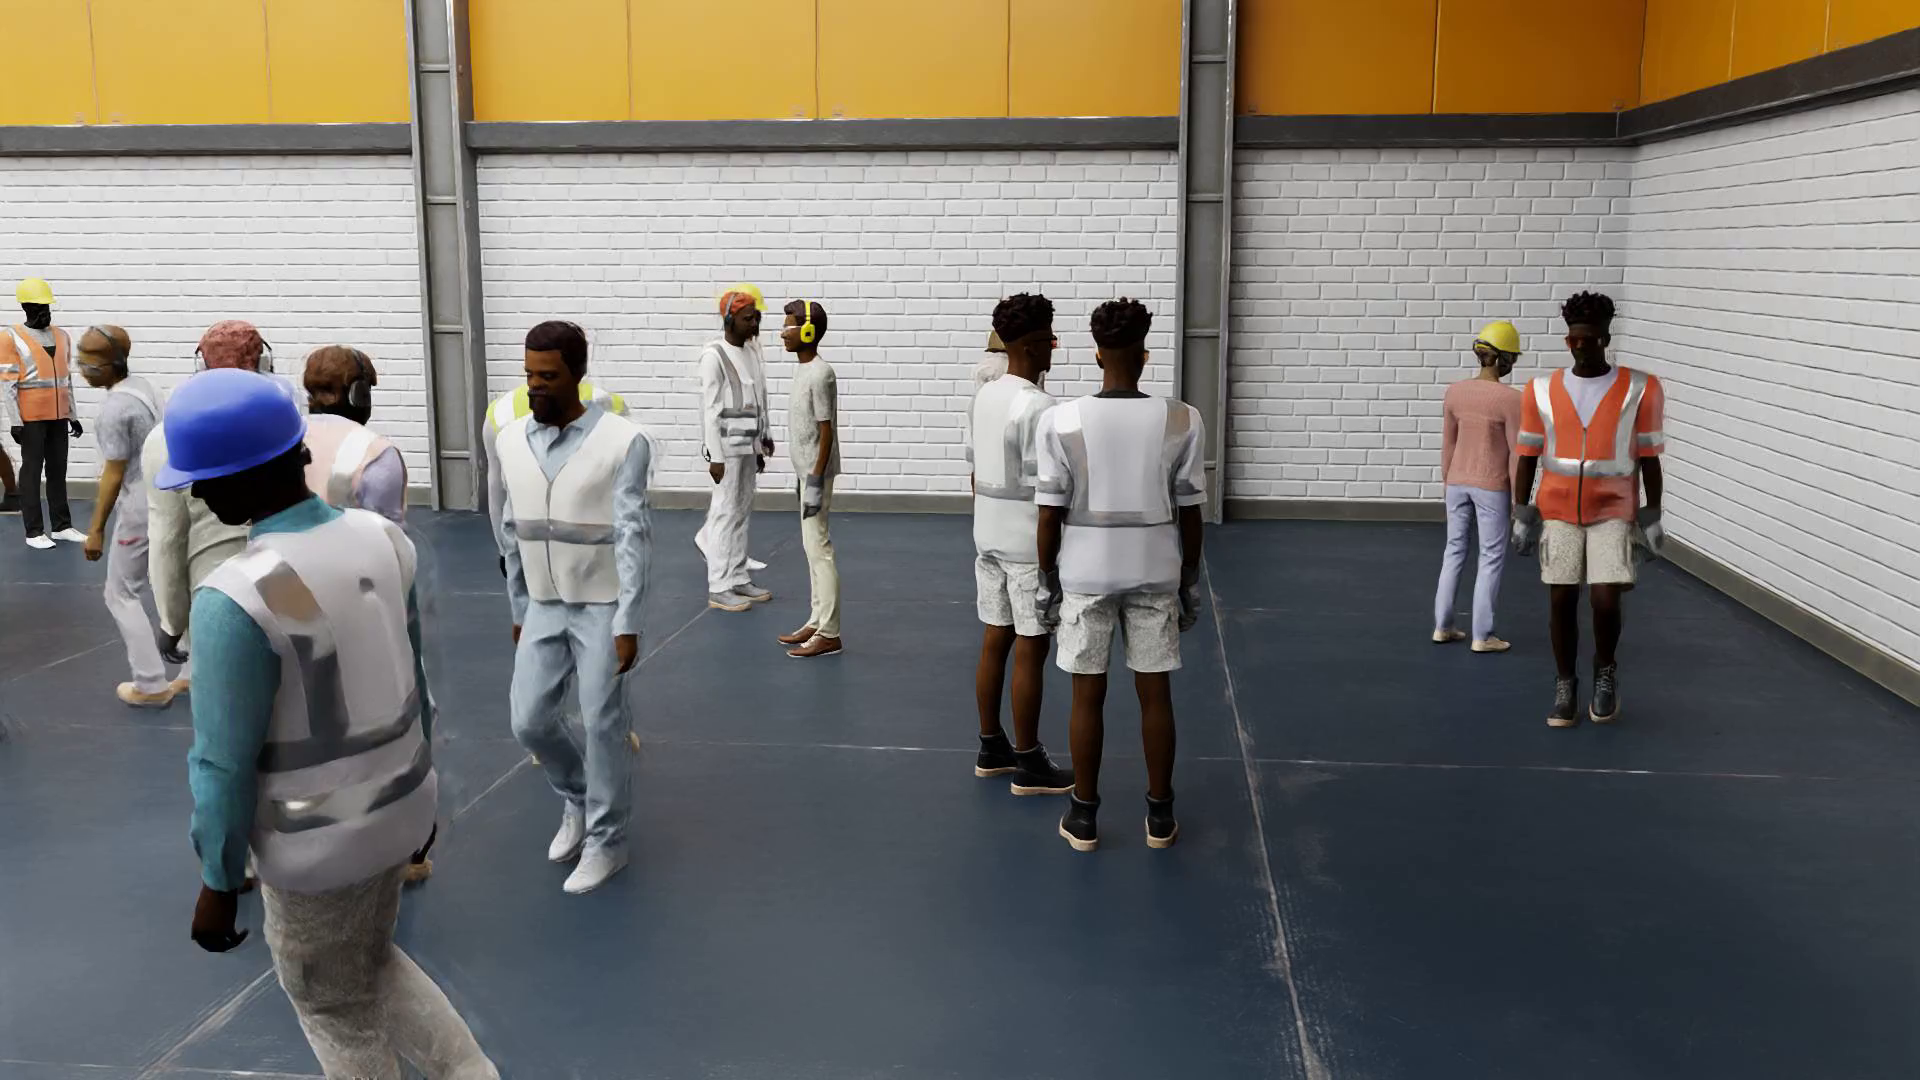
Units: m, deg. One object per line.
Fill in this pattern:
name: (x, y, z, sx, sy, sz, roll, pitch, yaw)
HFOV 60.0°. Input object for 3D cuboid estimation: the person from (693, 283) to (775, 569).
person: (-1.451, -0.728, 10.962, 0.449, 1.914, 0.596, 3, 10, 16)

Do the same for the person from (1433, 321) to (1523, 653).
person: (2.783, -0.274, 8.814, 0.342, 1.754, 0.531, -7, 12, -35)

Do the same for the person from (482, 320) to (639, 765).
person: (-1.615, 0.019, 6.873, 0.622, 1.845, 0.429, 0, 10, -1)

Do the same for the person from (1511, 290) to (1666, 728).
person: (2.759, -0.117, 7.330, 0.650, 1.948, 0.430, 6, 12, 31)

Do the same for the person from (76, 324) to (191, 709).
person: (-3.755, -0.091, 7.627, 0.446, 1.801, 0.557, 0, 10, -3)

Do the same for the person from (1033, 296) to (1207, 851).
person: (0.561, 0.129, 5.891, 0.610, 1.963, 0.366, 0, 10, -1)

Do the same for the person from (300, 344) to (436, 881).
person: (-2.031, 0.270, 5.505, 0.640, 1.817, 0.466, 4, 11, 22)

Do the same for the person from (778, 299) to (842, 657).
person: (-0.791, -0.321, 8.735, 0.327, 1.874, 0.517, -2, 10, -12)

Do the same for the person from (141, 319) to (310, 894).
person: (-2.346, 0.222, 5.548, 0.638, 1.902, 0.406, -6, 11, -30)

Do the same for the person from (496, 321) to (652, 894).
person: (-1.271, 0.225, 5.539, 0.589, 1.902, 0.444, 3, 10, 17)

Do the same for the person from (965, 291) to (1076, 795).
person: (0.246, 0.014, 6.545, 0.363, 1.966, 0.600, -5, 11, -28)

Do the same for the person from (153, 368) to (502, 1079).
person: (-1.282, 0.592, 3.401, 0.498, 1.906, 0.635, 2, 10, 12)

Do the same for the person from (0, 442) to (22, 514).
person: (-7.941, -1.106, 13.149, 0.821, 1.913, 0.655, -3, 10, -17)

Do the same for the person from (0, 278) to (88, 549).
person: (-6.570, -0.908, 11.937, 0.370, 1.927, 0.588, 3, 10, 17)

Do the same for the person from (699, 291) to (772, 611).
person: (-1.339, -0.533, 9.911, 0.337, 1.883, 0.584, 3, 10, 19)

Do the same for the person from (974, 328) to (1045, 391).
person: (0.317, -0.640, 10.924, 0.484, 1.745, 0.297, -2, 10, -12)
